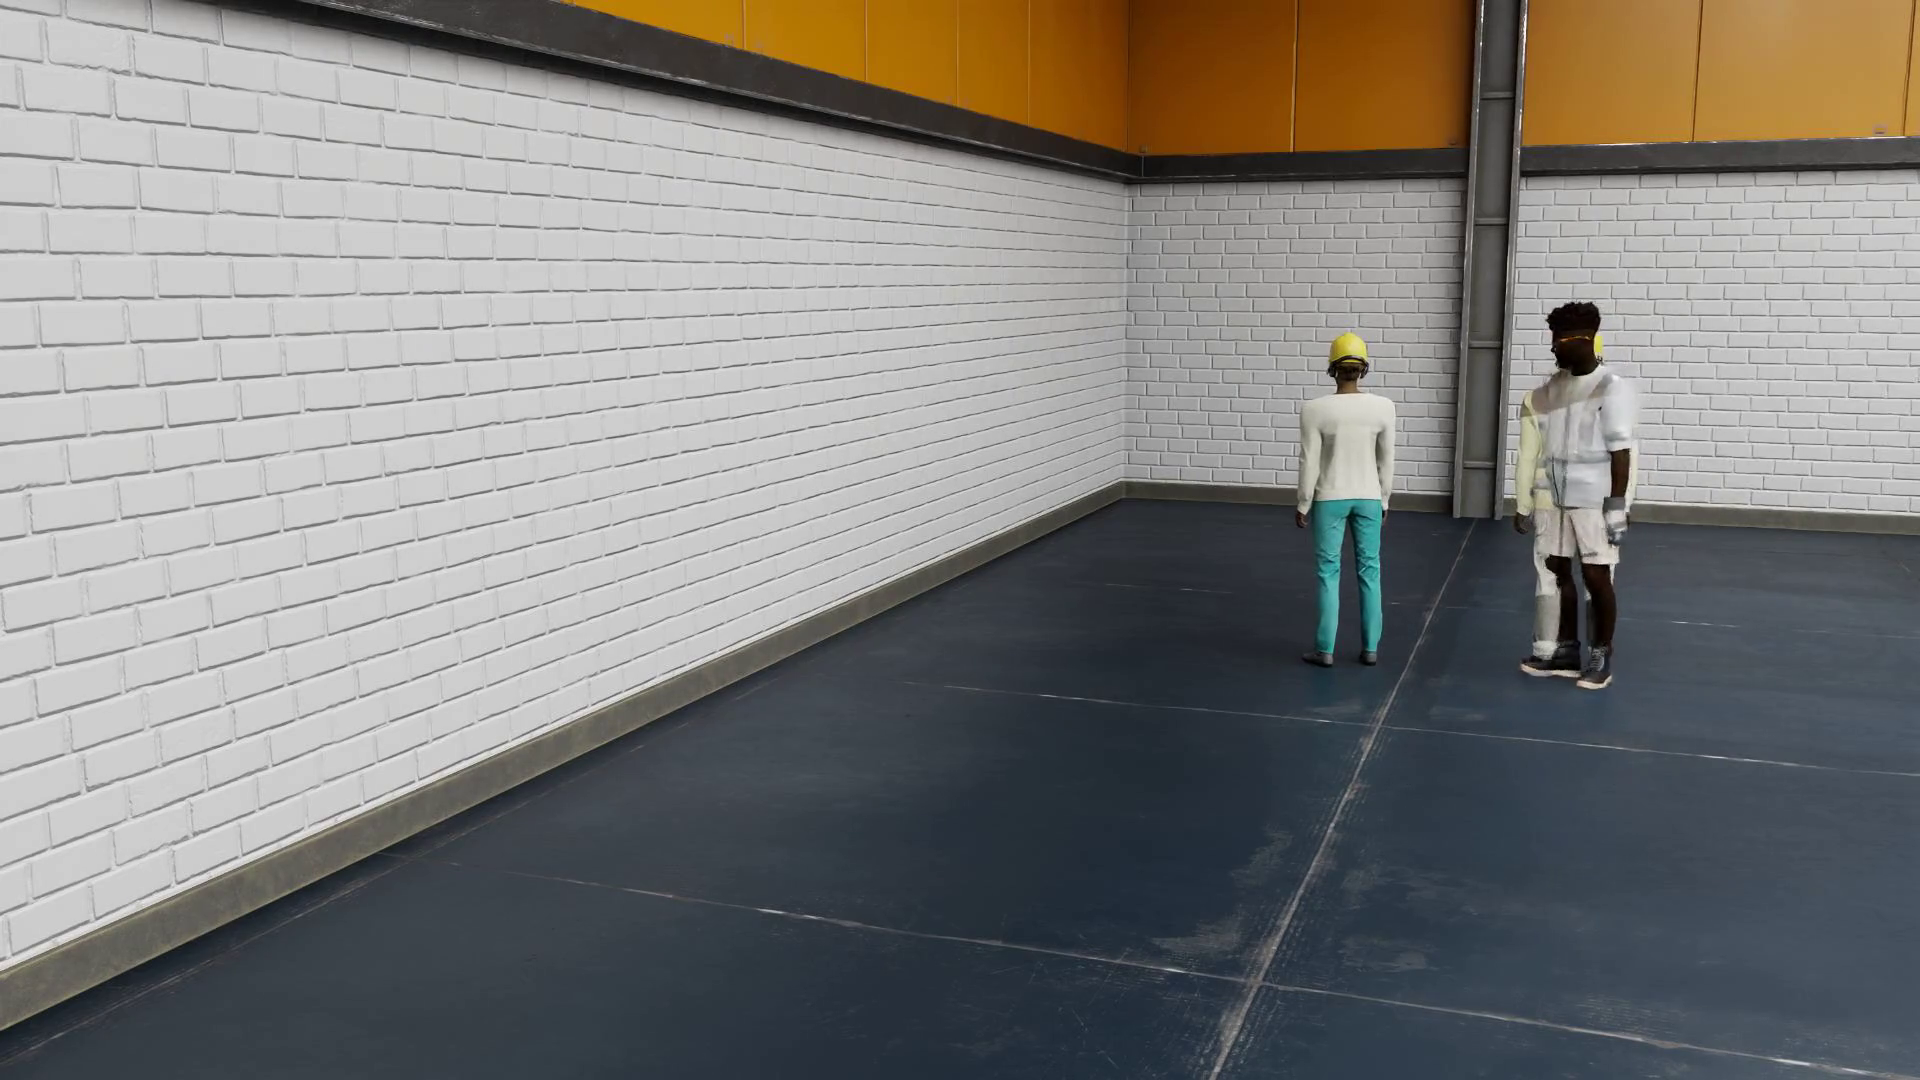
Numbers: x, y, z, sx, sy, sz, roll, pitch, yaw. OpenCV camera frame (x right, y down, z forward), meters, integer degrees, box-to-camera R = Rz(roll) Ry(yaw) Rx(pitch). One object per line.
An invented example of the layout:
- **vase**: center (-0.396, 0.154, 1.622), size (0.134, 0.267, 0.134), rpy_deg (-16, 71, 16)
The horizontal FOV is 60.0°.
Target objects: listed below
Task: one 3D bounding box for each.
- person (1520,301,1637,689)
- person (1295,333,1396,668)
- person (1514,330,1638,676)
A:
- **person**: center (3.143, -0.221, 8.366), size (0.423, 1.939, 0.656), rpy_deg (-2, 9, -15)
- **person**: center (2.029, -0.203, 8.790), size (0.523, 1.769, 0.323), rpy_deg (-1, 9, -5)
- **person**: center (3.160, -0.201, 8.564), size (0.588, 1.835, 0.404), rpy_deg (2, 9, 15)
